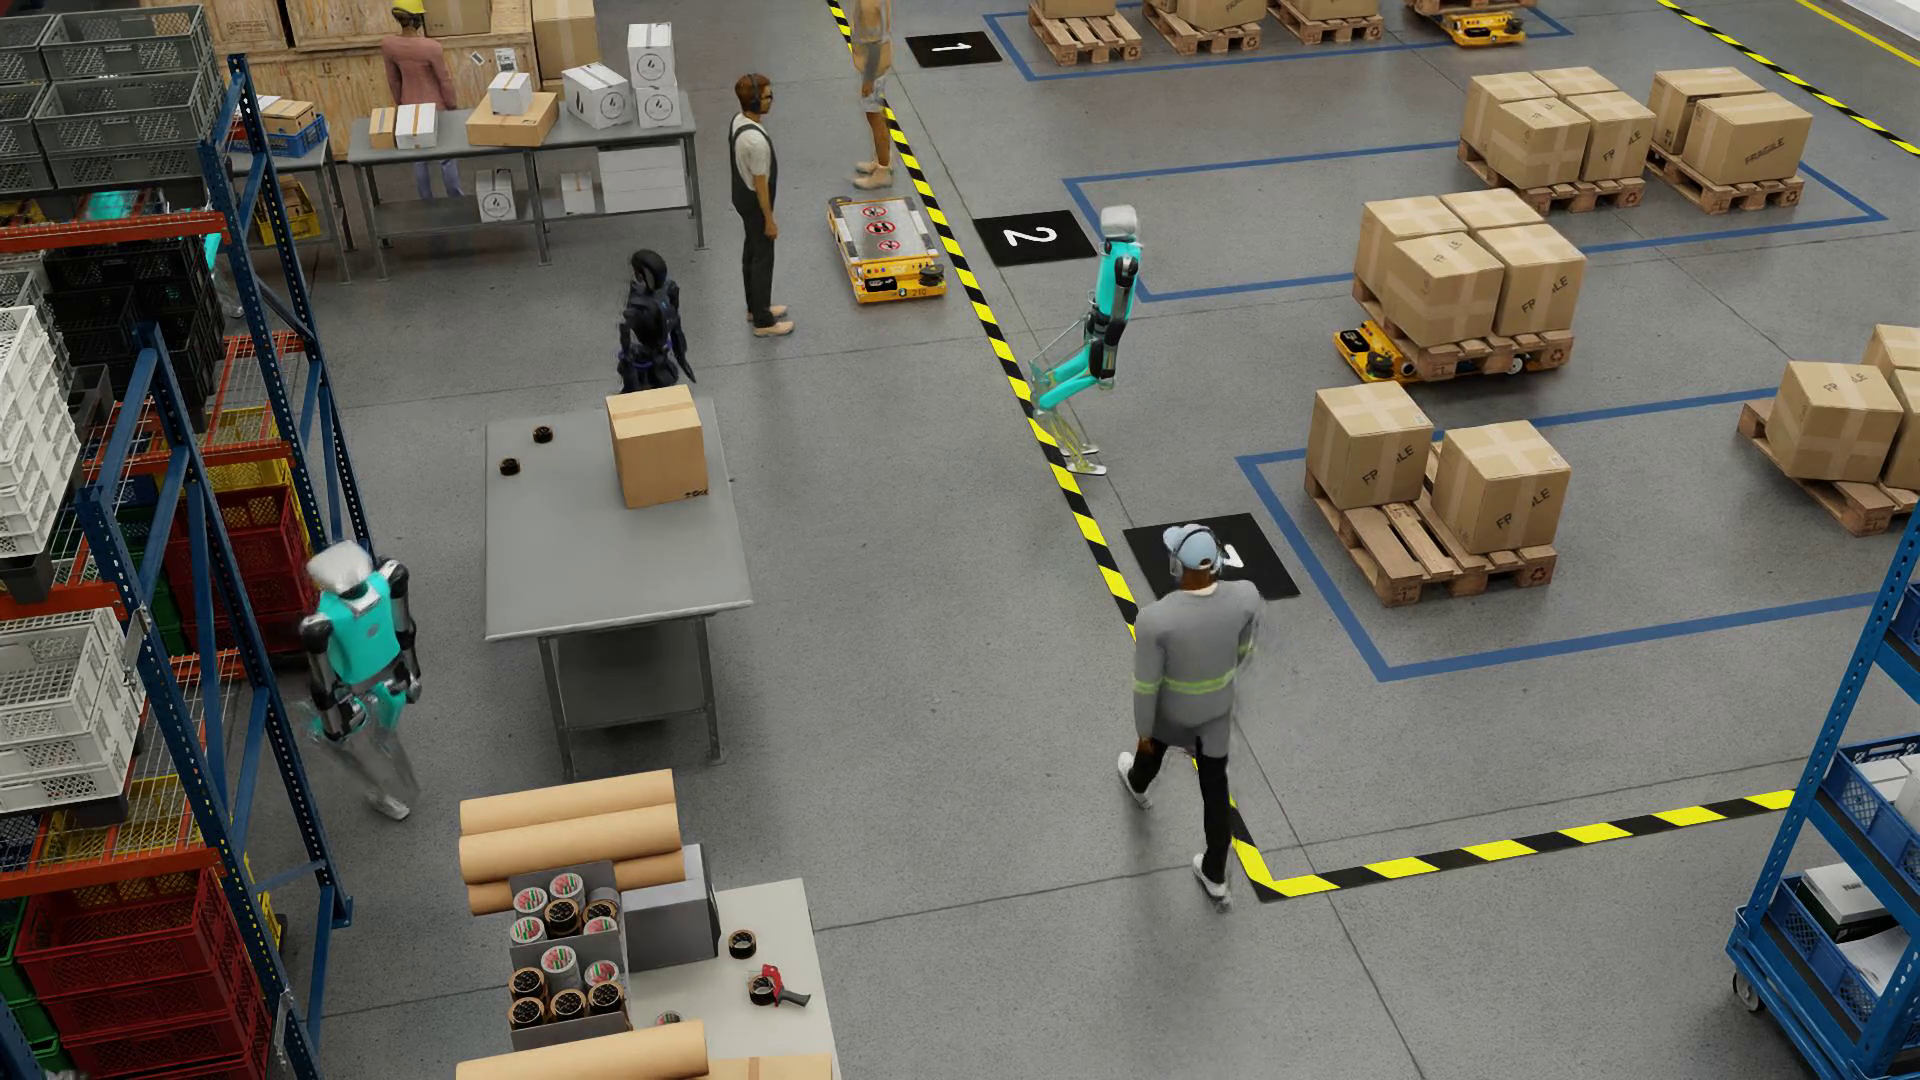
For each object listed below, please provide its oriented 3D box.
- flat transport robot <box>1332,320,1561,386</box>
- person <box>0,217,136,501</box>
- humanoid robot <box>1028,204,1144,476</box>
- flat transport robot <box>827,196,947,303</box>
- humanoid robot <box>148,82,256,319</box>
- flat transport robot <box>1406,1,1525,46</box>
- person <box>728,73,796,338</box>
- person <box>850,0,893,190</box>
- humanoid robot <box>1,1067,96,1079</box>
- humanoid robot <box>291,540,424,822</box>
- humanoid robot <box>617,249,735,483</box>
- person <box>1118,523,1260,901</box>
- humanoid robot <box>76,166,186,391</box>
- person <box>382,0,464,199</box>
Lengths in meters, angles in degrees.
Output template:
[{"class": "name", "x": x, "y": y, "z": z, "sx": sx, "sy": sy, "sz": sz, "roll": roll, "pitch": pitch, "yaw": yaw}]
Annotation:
[{"class": "flat transport robot", "x": 3.347, "y": -1.350, "z": 11.345, "sx": 1.431, "sy": 0.197, "sz": 0.652, "roll": -8, "pitch": 37, "yaw": -10}, {"class": "person", "x": -5.081, "y": -0.999, "z": 9.541, "sx": 0.811, "sy": 1.886, "sz": 0.603, "roll": -8, "pitch": 37, "yaw": -10}, {"class": "humanoid robot", "x": 0.669, "y": -1.157, "z": 9.766, "sx": 0.735, "sy": 1.677, "sz": 0.533, "roll": -1, "pitch": 37, "yaw": -2}, {"class": "flat transport robot", "x": -0.570, "y": -2.220, "z": 12.538, "sx": 0.659, "sy": 0.231, "sz": 1.431, "roll": -8, "pitch": 37, "yaw": -10}, {"class": "humanoid robot", "x": -5.201, "y": -2.229, "z": 11.207, "sx": 0.533, "sy": 1.677, "sz": 0.735, "roll": 3, "pitch": 37, "yaw": 3}, {"class": "flat transport robot", "x": 5.027, "y": -5.317, "z": 16.677, "sx": 0.652, "sy": 0.197, "sz": 1.431, "roll": -8, "pitch": 37, "yaw": -10}, {"class": "person", "x": -1.363, "y": -2.258, "z": 11.278, "sx": 0.351, "sy": 1.841, "sz": 0.505, "roll": -12, "pitch": 38, "yaw": -16}, {"class": "person", "x": -0.728, "y": -3.775, "z": 13.143, "sx": 0.389, "sy": 2.040, "sz": 0.613, "roll": 1, "pitch": 37, "yaw": 1}, {"class": "humanoid robot", "x": -2.993, "y": 2.304, "z": 5.254, "sx": 0.871, "sy": 1.792, "sz": 0.561, "roll": 1, "pitch": 37, "yaw": 1}, {"class": "humanoid robot", "x": -2.740, "y": 0.691, "z": 7.457, "sx": 0.800, "sy": 1.837, "sz": 0.546, "roll": 23, "pitch": 42, "yaw": 27}, {"class": "humanoid robot", "x": -1.757, "y": -0.960, "z": 9.692, "sx": 0.777, "sy": 1.621, "sz": 0.594, "roll": 16, "pitch": 40, "yaw": 21}, {"class": "person", "x": 1.017, "y": 0.692, "z": 7.345, "sx": 0.594, "sy": 1.795, "sz": 0.988, "roll": -8, "pitch": 37, "yaw": -11}, {"class": "humanoid robot", "x": -5.154, "y": -1.717, "z": 10.703, "sx": 0.770, "sy": 1.868, "sz": 0.530, "roll": 2, "pitch": 37, "yaw": 2}, {"class": "person", "x": -4.090, "y": -3.320, "z": 12.768, "sx": 0.522, "sy": 1.760, "sz": 0.321, "roll": 8, "pitch": 37, "yaw": 11}]
